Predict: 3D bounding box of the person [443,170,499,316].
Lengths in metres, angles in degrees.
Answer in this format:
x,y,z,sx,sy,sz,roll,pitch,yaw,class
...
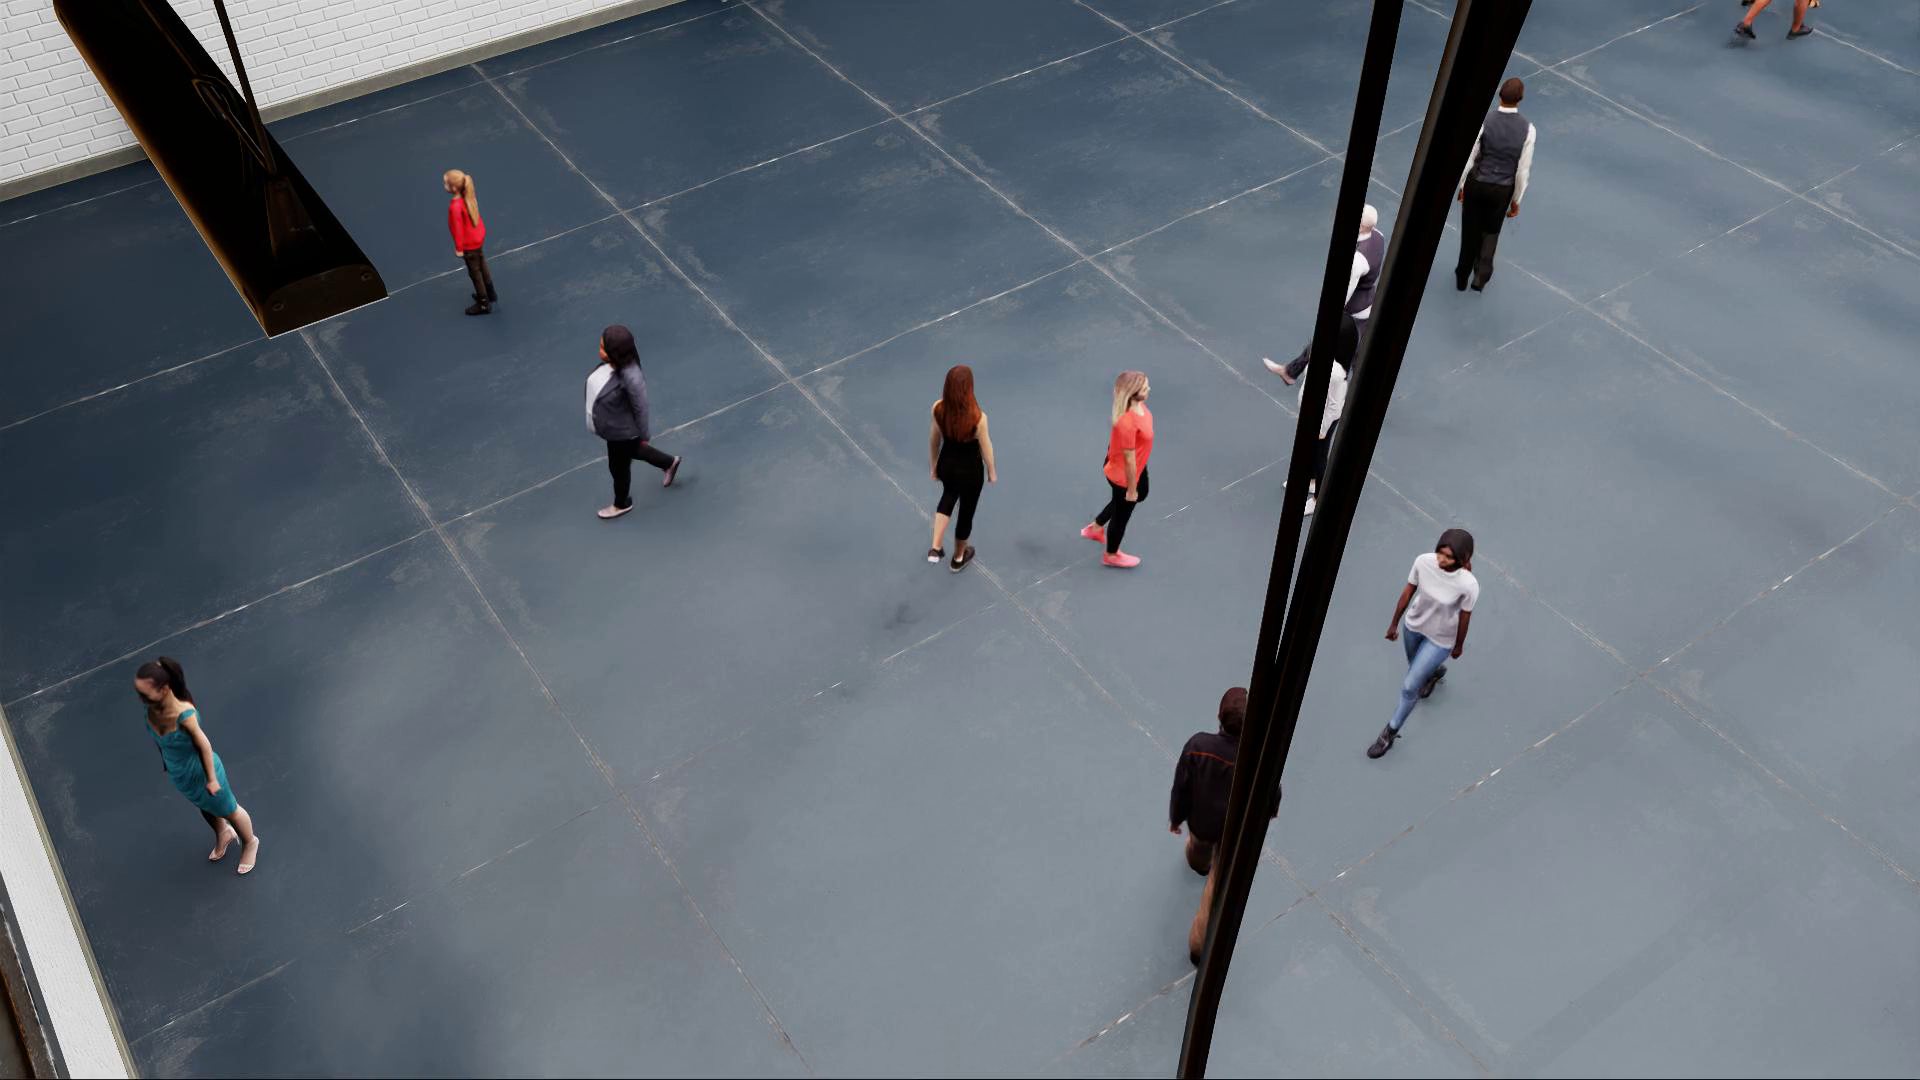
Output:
x,y,z,sx,sy,sz,roll,pitch,yaw,class
-4.009,-2.460,13.623,0.620,1.281,0.573,0,44,0,person

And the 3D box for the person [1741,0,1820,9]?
x,y,z,sx,sy,sz,roll,pitch,yaw,class
8.682,-6.320,17.415,1.136,1.640,1.013,2,44,2,person

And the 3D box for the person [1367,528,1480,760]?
x,y,z,sx,sy,sz,roll,pitch,yaw,class
2.903,0.537,10.184,1.137,1.685,0.681,-32,52,-29,person

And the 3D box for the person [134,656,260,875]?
x,y,z,sx,sy,sz,roll,pitch,yaw,class
-4.320,1.286,9.394,0.614,1.692,0.622,19,47,19,person

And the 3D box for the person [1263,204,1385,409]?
x,y,z,sx,sy,sz,roll,pitch,yaw,class
2.998,-1.666,12.428,1.159,1.780,1.226,17,46,17,person

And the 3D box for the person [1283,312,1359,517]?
x,y,z,sx,sy,sz,roll,pitch,yaw,class
2.550,-0.895,11.676,0.727,1.700,0.701,0,44,0,person

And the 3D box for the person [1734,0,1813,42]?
x,y,z,sx,sy,sz,roll,pitch,yaw,class
8.434,-5.865,16.845,1.227,1.767,0.847,-12,45,-13,person

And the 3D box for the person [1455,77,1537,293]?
x,y,z,sx,sy,sz,roll,pitch,yaw,class
4.293,-2.795,13.524,0.946,1.902,1.015,10,44,10,person

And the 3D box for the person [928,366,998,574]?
x,y,z,sx,sy,sz,roll,pitch,yaw,class
-0.048,-0.411,11.158,0.694,1.713,0.764,23,48,22,person

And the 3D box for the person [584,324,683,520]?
x,y,z,sx,sy,sz,roll,pitch,yaw,class
-2.324,-0.865,11.733,0.974,1.578,0.741,-20,47,-20,person

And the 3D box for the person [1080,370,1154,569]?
x,y,z,sx,sy,sz,roll,pitch,yaw,class
1.028,-0.471,11.244,0.827,1.683,0.766,4,44,4,person

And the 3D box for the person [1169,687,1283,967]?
x,y,z,sx,sy,sz,roll,pitch,yaw,class
1.381,1.599,8.923,1.080,1.887,1.241,17,46,17,person
